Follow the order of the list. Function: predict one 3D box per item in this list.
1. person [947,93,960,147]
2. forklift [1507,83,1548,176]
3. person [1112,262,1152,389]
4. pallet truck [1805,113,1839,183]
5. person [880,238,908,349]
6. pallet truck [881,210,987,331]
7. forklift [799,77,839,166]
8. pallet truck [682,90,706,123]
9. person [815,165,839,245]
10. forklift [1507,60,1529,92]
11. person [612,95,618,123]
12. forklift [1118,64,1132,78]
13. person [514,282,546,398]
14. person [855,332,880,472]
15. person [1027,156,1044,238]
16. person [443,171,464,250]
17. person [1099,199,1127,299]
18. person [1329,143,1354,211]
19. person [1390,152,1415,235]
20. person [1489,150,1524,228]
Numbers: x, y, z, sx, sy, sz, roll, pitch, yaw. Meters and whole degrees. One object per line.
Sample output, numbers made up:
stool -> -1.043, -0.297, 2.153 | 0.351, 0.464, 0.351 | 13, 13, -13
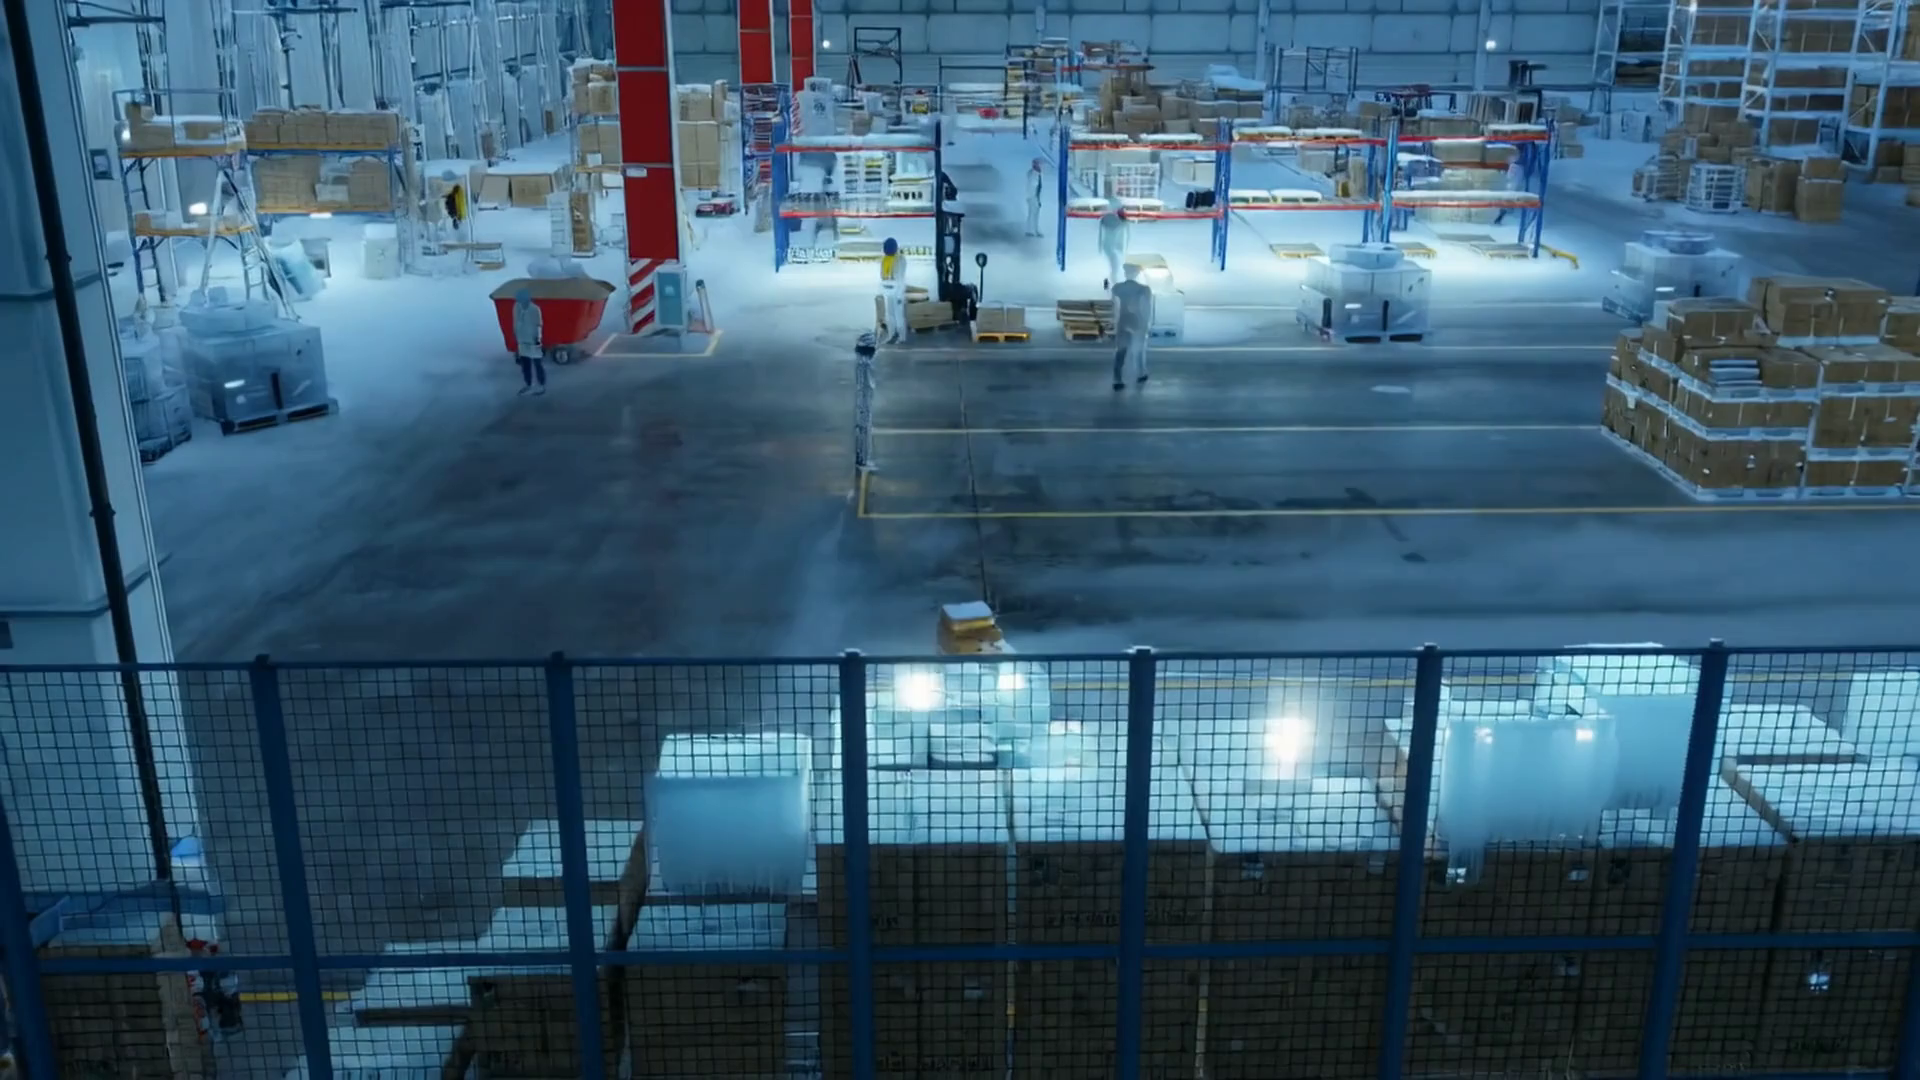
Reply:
person -> -0.244, -15.424, 61.107 | 0.539, 1.918, 0.665 | -5, 19, -15
forklift -> 17.631, -12.825, 51.917 | 1.129, 2.768, 1.873 | -1, 19, -1
person -> 2.557, -3.217, 24.952 | 0.647, 1.893, 1.011 | 9, 21, 25
pallet truck -> 26.403, -11.957, 50.702 | 0.823, 1.965, 1.885 | 6, 19, 16
person -> -1.115, -4.118, 27.714 | 0.430, 1.835, 0.633 | -12, 22, -32
pallet truck -> -0.493, -4.759, 29.349 | 1.885, 1.965, 0.823 | -13, 23, -34
forklift -> -4.644, -13.871, 55.021 | 1.129, 2.768, 1.873 | 2, 19, 5
pallet truck -> -9.671, -15.907, 62.421 | 0.823, 1.965, 1.885 | 5, 19, 15
person -> -3.064, -7.718, 38.391 | 0.530, 1.824, 0.524 | 16, 24, 39
forklift -> 22.288, -17.832, 66.770 | 1.129, 2.768, 1.873 | -16, 24, -39
person -> -13.241, -16.402, 64.460 | 0.531, 1.619, 0.502 | -16, 24, -39
forklift -> 6.251, -16.612, 63.152 | 1.873, 2.768, 1.129 | 5, 19, 15
person -> -6.322, -2.940, 24.411 | 0.535, 1.699, 0.321 | 11, 21, 29
person -> -1.156, -1.730, 20.758 | 0.308, 1.741, 0.494 | -3, 19, -8
person -> 1.784, -8.149, 39.519 | 0.384, 1.924, 0.589 | -7, 20, -21
person -> -11.046, -7.088, 36.360 | 0.363, 1.933, 0.543 | -4, 19, -12
person -> 2.905, -5.611, 32.007 | 0.626, 1.924, 0.558 | -10, 21, -27
person -> 10.133, -9.703, 44.138 | 0.597, 1.917, 0.374 | 16, 24, 39
person -> 10.668, -8.361, 40.082 | 0.616, 1.964, 0.361 | -15, 24, -37
person -> 13.610, -8.622, 40.978 | 0.983, 1.872, 0.660 | -7, 20, -21
